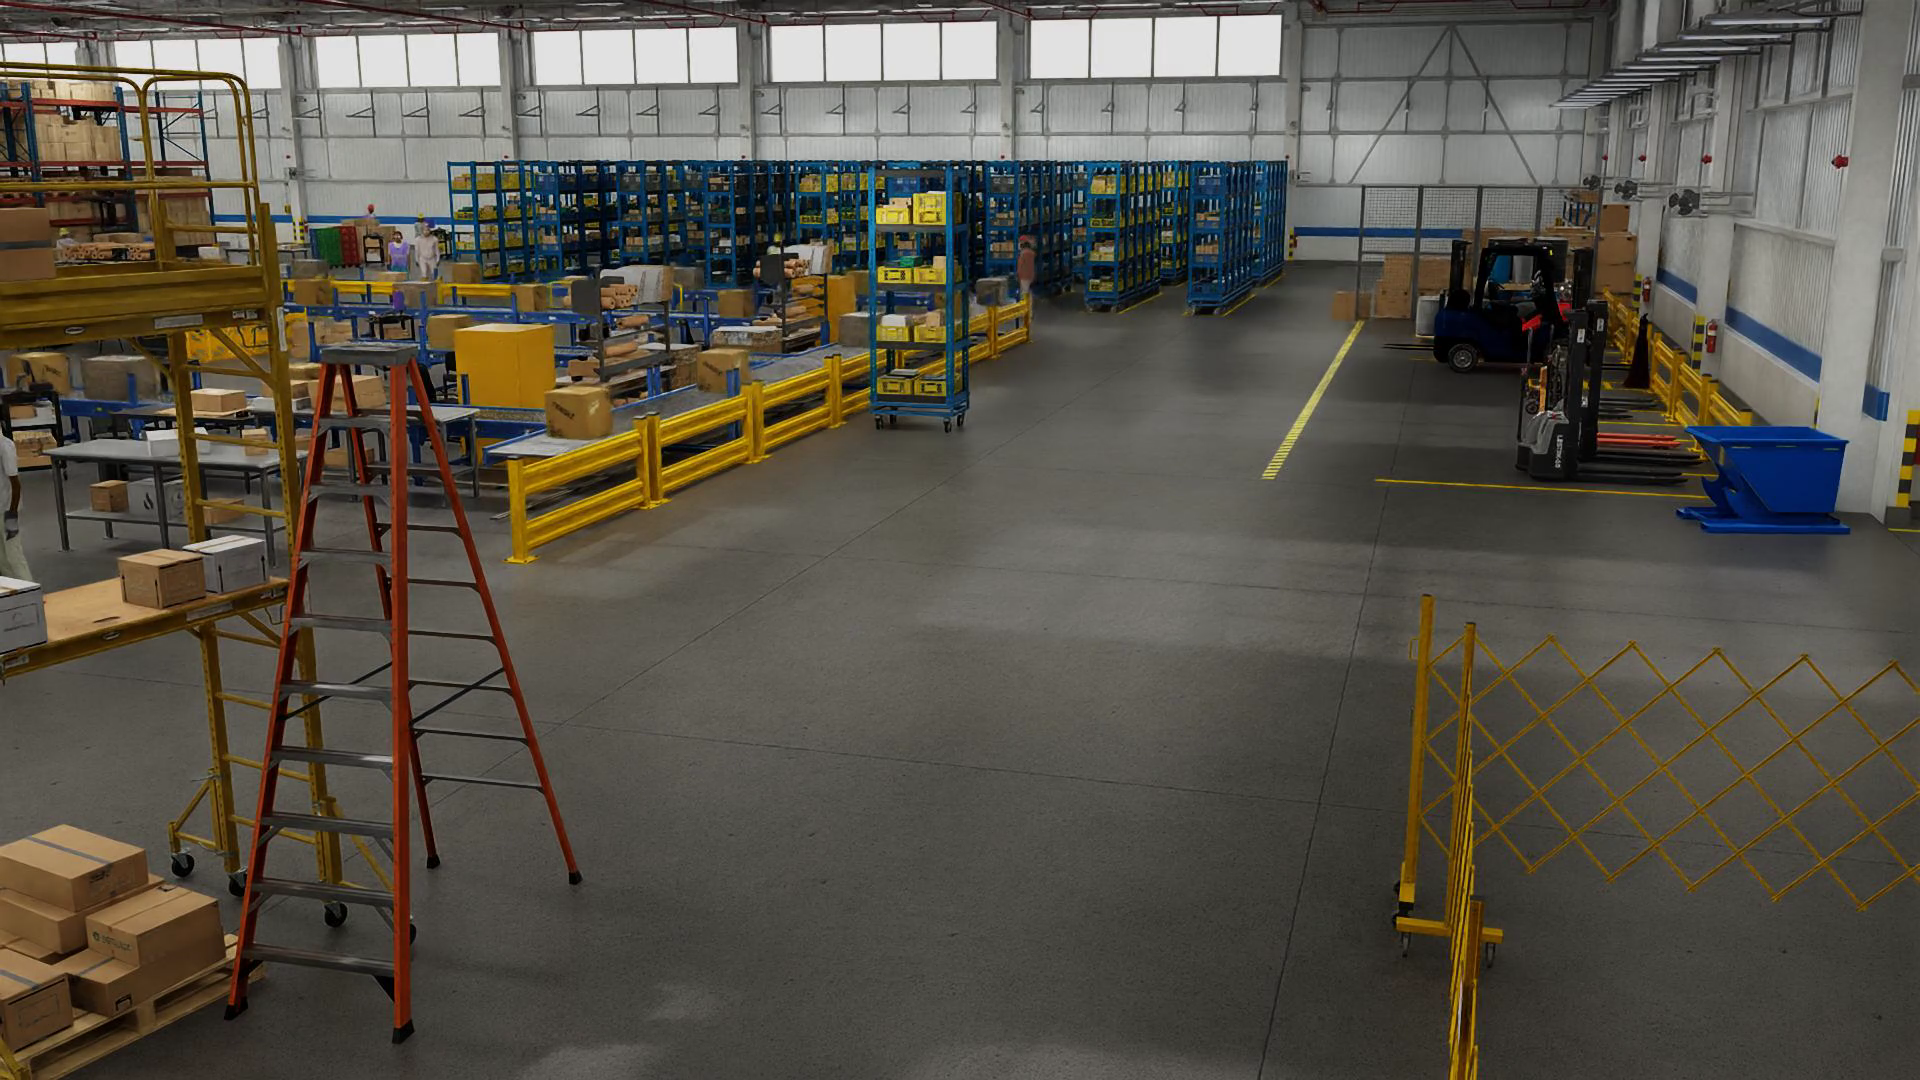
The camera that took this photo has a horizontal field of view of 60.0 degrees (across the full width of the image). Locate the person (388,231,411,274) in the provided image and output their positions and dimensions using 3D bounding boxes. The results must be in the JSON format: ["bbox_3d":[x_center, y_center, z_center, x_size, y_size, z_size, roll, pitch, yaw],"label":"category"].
[{"bbox_3d":[-14.508,-7.077,43.092,0.567,1.850,0.389,-1,13,-6],"label":"person"}]

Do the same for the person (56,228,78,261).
[{"bbox_3d":[-24.768,-7.763,46.173,0.838,1.802,0.595,5,14,20],"label":"person"}]

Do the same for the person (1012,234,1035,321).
[{"bbox_3d":[1.421,-6.055,38.420,0.677,1.973,0.617,7,15,27],"label":"person"}]

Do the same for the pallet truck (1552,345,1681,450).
[{"bbox_3d":[8.641,-1.896,21.908,1.630,1.274,0.653,4,14,16],"label":"pallet truck"}]

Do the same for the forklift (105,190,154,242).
[{"bbox_3d":[-27.708,-10.373,55.080,1.129,2.768,1.873,4,14,16],"label":"forklift"}]

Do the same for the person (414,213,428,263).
[{"bbox_3d":[-19.141,-10.744,59.190,0.485,1.734,0.346,-8,15,-31],"label":"person"}]

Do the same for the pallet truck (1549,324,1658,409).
[{"bbox_3d":[9.824,-2.669,25.407,1.601,1.201,0.680,4,14,16],"label":"pallet truck"}]

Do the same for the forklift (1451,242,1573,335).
[{"bbox_3d":[10.464,-4.597,31.405,2.680,1.987,1.157,4,14,16],"label":"forklift"}]

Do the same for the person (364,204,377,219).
[{"bbox_3d":[-22.499,-11.916,63.863,0.859,1.901,0.551,5,14,20],"label":"person"}]

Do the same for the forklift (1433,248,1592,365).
[{"bbox_3d":[9.780,-4.111,29.280,2.680,1.987,1.157,3,13,14],"label":"forklift"}]

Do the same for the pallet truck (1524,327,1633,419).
[{"bbox_3d":[9.065,-2.460,24.370,1.522,1.261,0.704,3,13,14],"label":"pallet truck"}]

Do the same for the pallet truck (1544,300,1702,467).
[{"bbox_3d":[8.263,-1.952,20.631,1.885,1.965,0.823,5,14,20],"label":"pallet truck"}]

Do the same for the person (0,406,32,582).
[{"bbox_3d":[-7.744,-0.214,13.404,0.513,1.872,0.328,9,16,35],"label":"person"}]

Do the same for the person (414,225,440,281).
[{"bbox_3d":[-14.608,-7.685,45.641,0.651,1.893,0.425,-5,14,-22],"label":"person"}]

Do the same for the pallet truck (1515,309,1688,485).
[{"bbox_3d":[7.554,-1.677,19.446,1.885,1.965,0.823,3,13,14],"label":"pallet truck"}]

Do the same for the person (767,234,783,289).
[{"bbox_3d":[-4.700,-6.958,42.716,0.597,1.788,0.809,4,14,18],"label":"person"}]
